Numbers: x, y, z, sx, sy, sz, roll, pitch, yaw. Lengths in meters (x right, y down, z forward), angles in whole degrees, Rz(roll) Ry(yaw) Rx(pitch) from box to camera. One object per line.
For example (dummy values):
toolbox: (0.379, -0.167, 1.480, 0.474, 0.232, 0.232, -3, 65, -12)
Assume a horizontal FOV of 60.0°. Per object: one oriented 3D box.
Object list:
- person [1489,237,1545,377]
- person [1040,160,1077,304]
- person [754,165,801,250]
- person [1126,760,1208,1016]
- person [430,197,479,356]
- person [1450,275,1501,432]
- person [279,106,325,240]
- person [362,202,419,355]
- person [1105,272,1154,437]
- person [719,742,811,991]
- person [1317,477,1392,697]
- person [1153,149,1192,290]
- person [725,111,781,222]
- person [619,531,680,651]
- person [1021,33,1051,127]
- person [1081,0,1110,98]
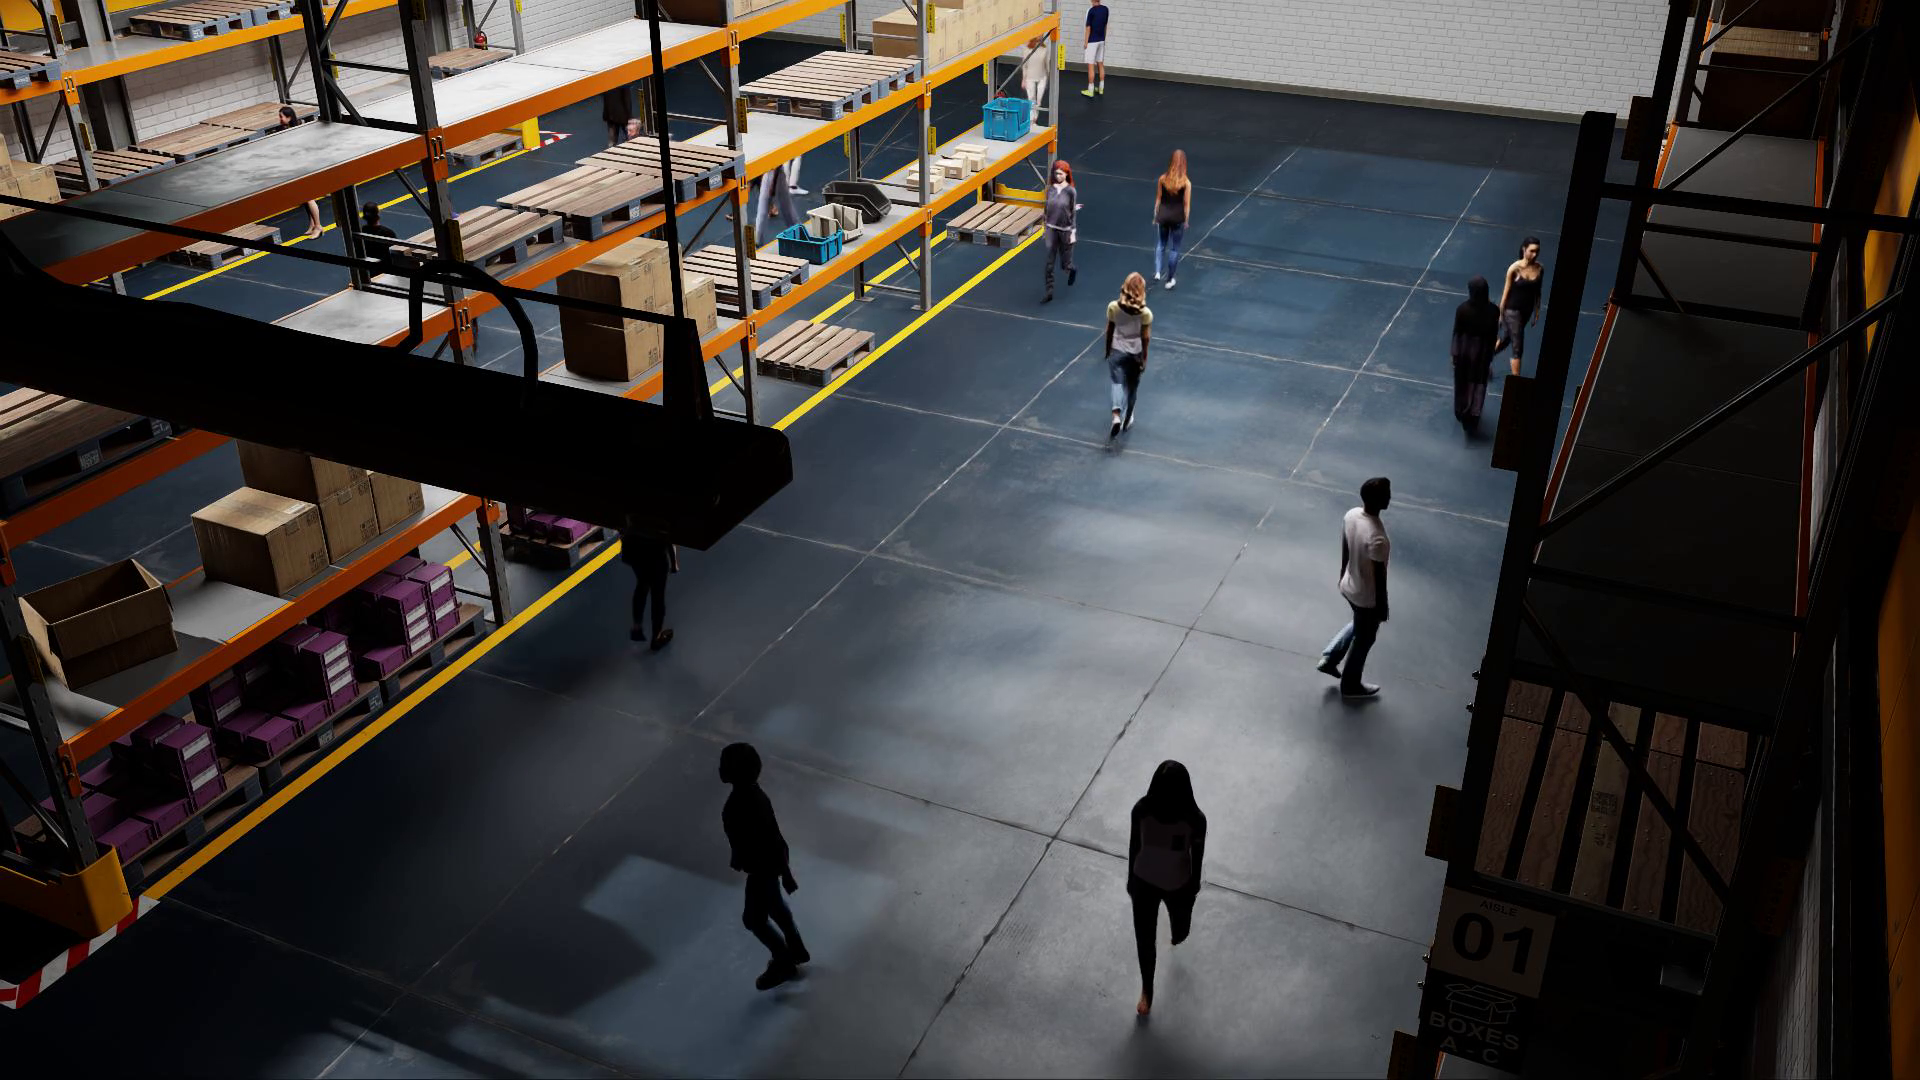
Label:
person: (5.909, -2.425, 17.771, 1.082, 1.673, 1.200, -7, 29, -13)
person: (1.244, -3.724, 20.059, 0.652, 1.762, 0.881, 18, 33, 30)
person: (-2.364, -4.666, 21.827, 1.168, 1.723, 0.922, -17, 33, -28)
person: (1.213, 1.946, 9.743, 0.683, 1.687, 0.956, 8, 30, 14)
person: (-5.618, -3.051, 18.768, 1.149, 1.817, 1.286, -7, 29, -13)
person: (5.192, -1.878, 16.848, 0.679, 1.596, 1.004, 7, 29, 13)
person: (-8.823, -4.913, 22.231, 0.805, 1.769, 0.778, -18, 33, -29)
person: (-6.445, -2.917, 18.584, 0.707, 1.758, 0.700, 1, 29, 2)
person: (1.651, -1.815, 16.615, 0.732, 1.708, 1.004, 8, 30, 14)
person: (-1.099, 1.912, 9.812, 0.818, 1.680, 0.756, -18, 33, -29)
person: (2.945, 0.384, 12.437, 0.898, 1.849, 0.828, -5, 29, -9)
person: (2.574, -3.909, 20.462, 0.596, 1.702, 0.607, 11, 31, 20)
person: (-2.737, -5.128, 22.888, 1.053, 1.517, 0.958, -12, 31, -21)
person: (-2.500, 0.146, 13.027, 0.640, 1.702, 0.690, 10, 30, 18)
person: (1.215, -7.488, 27.032, 0.823, 1.694, 0.889, -6, 29, -10)
person: (2.380, -8.744, 29.190, 0.659, 1.833, 0.781, -20, 34, -32)
